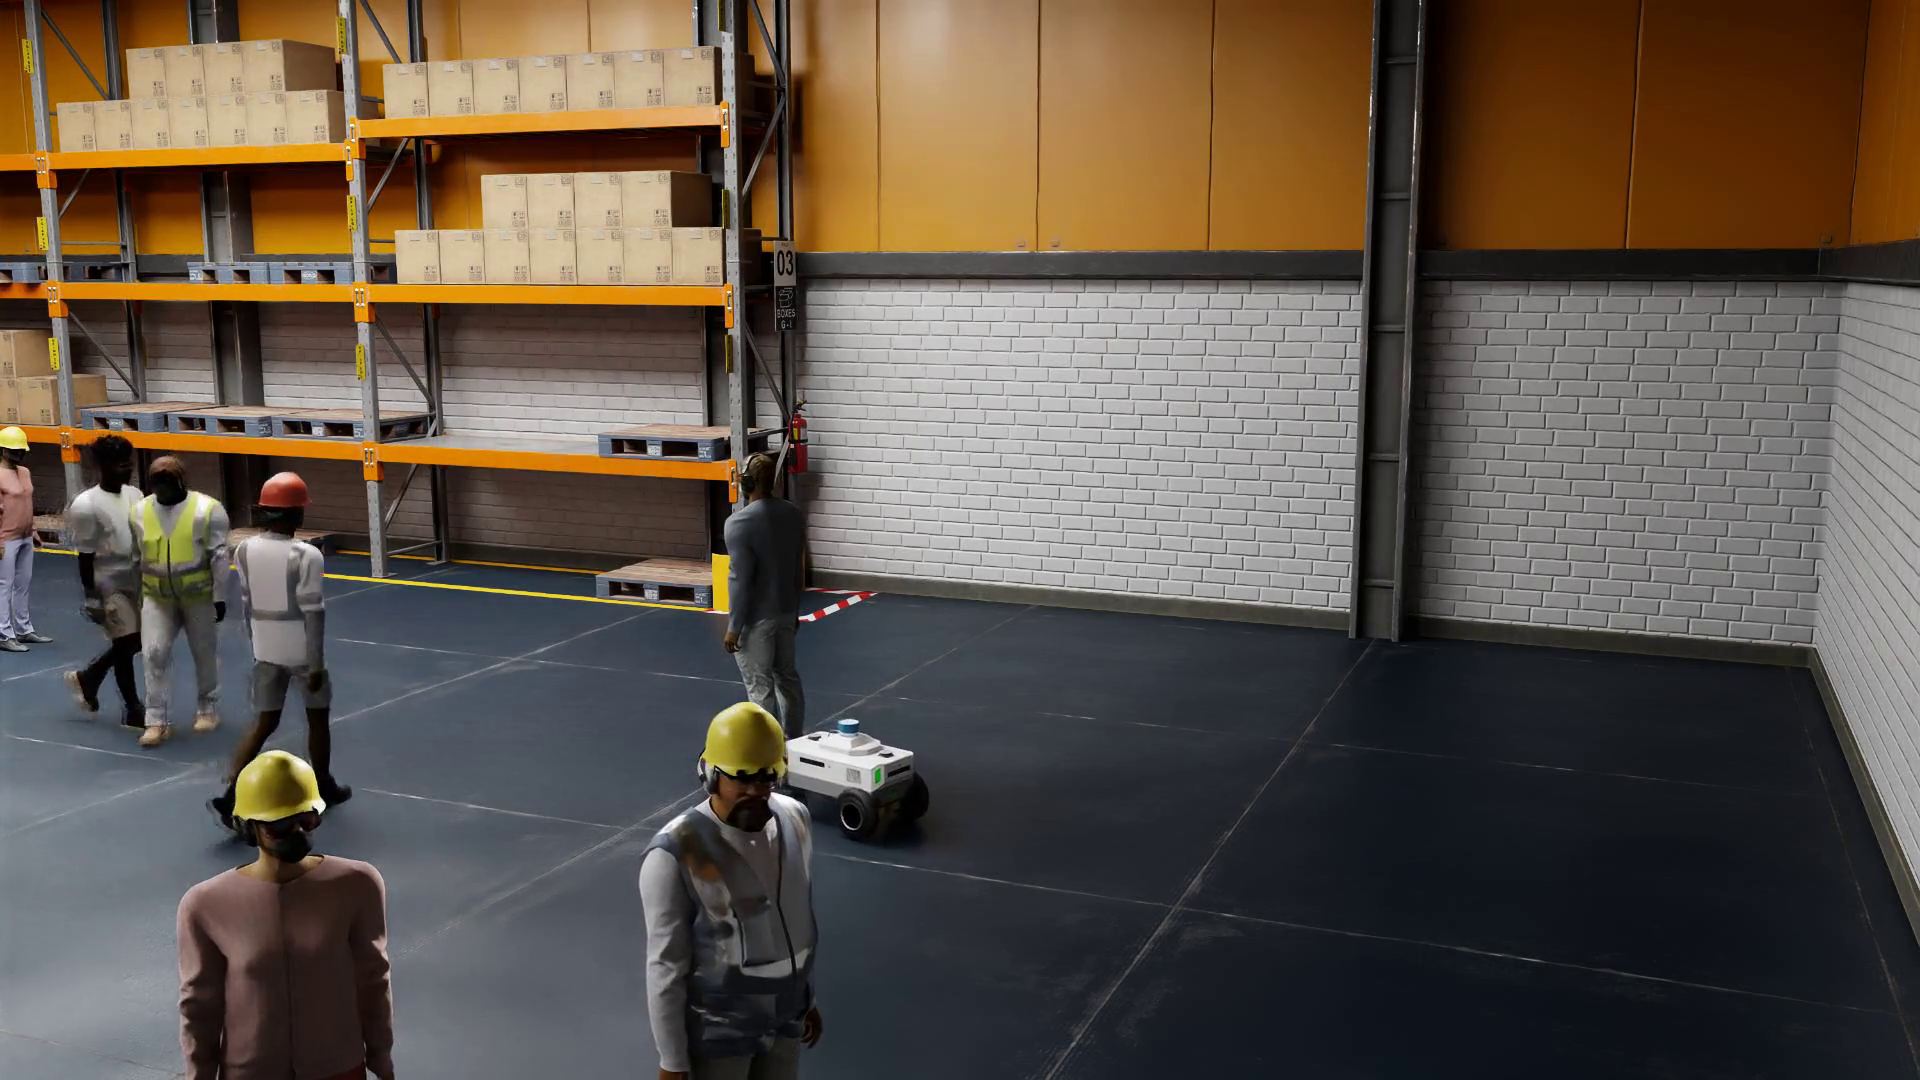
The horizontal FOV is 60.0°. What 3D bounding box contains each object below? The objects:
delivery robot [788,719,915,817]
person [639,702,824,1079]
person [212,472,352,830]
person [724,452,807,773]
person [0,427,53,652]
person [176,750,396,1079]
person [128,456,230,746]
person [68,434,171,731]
[{"bbox_3d":[-0.597,1.214,8.993,0.707,0.478,0.477,7,12,38],"label":"delivery robot"},{"bbox_3d":[-0.604,1.339,4.665,0.404,1.827,0.600,8,12,39],"label":"person"},{"bbox_3d":[-3.659,0.597,8.919,0.541,1.919,0.844,2,10,15],"label":"person"},{"bbox_3d":[-1.140,0.455,9.691,0.366,1.938,0.630,6,11,34],"label":"person"},{"bbox_3d":[-7.408,-0.011,13.062,0.327,1.761,0.522,1,9,3],"label":"person"},{"bbox_3d":[-1.762,1.414,4.400,0.532,1.770,0.306,-5,11,-29],"label":"person"},{"bbox_3d":[-4.942,0.388,10.503,0.627,1.814,0.790,-2,9,-9],"label":"person"},{"bbox_3d":[-5.519,0.274,10.778,0.709,1.946,0.612,2,10,12],"label":"person"}]
